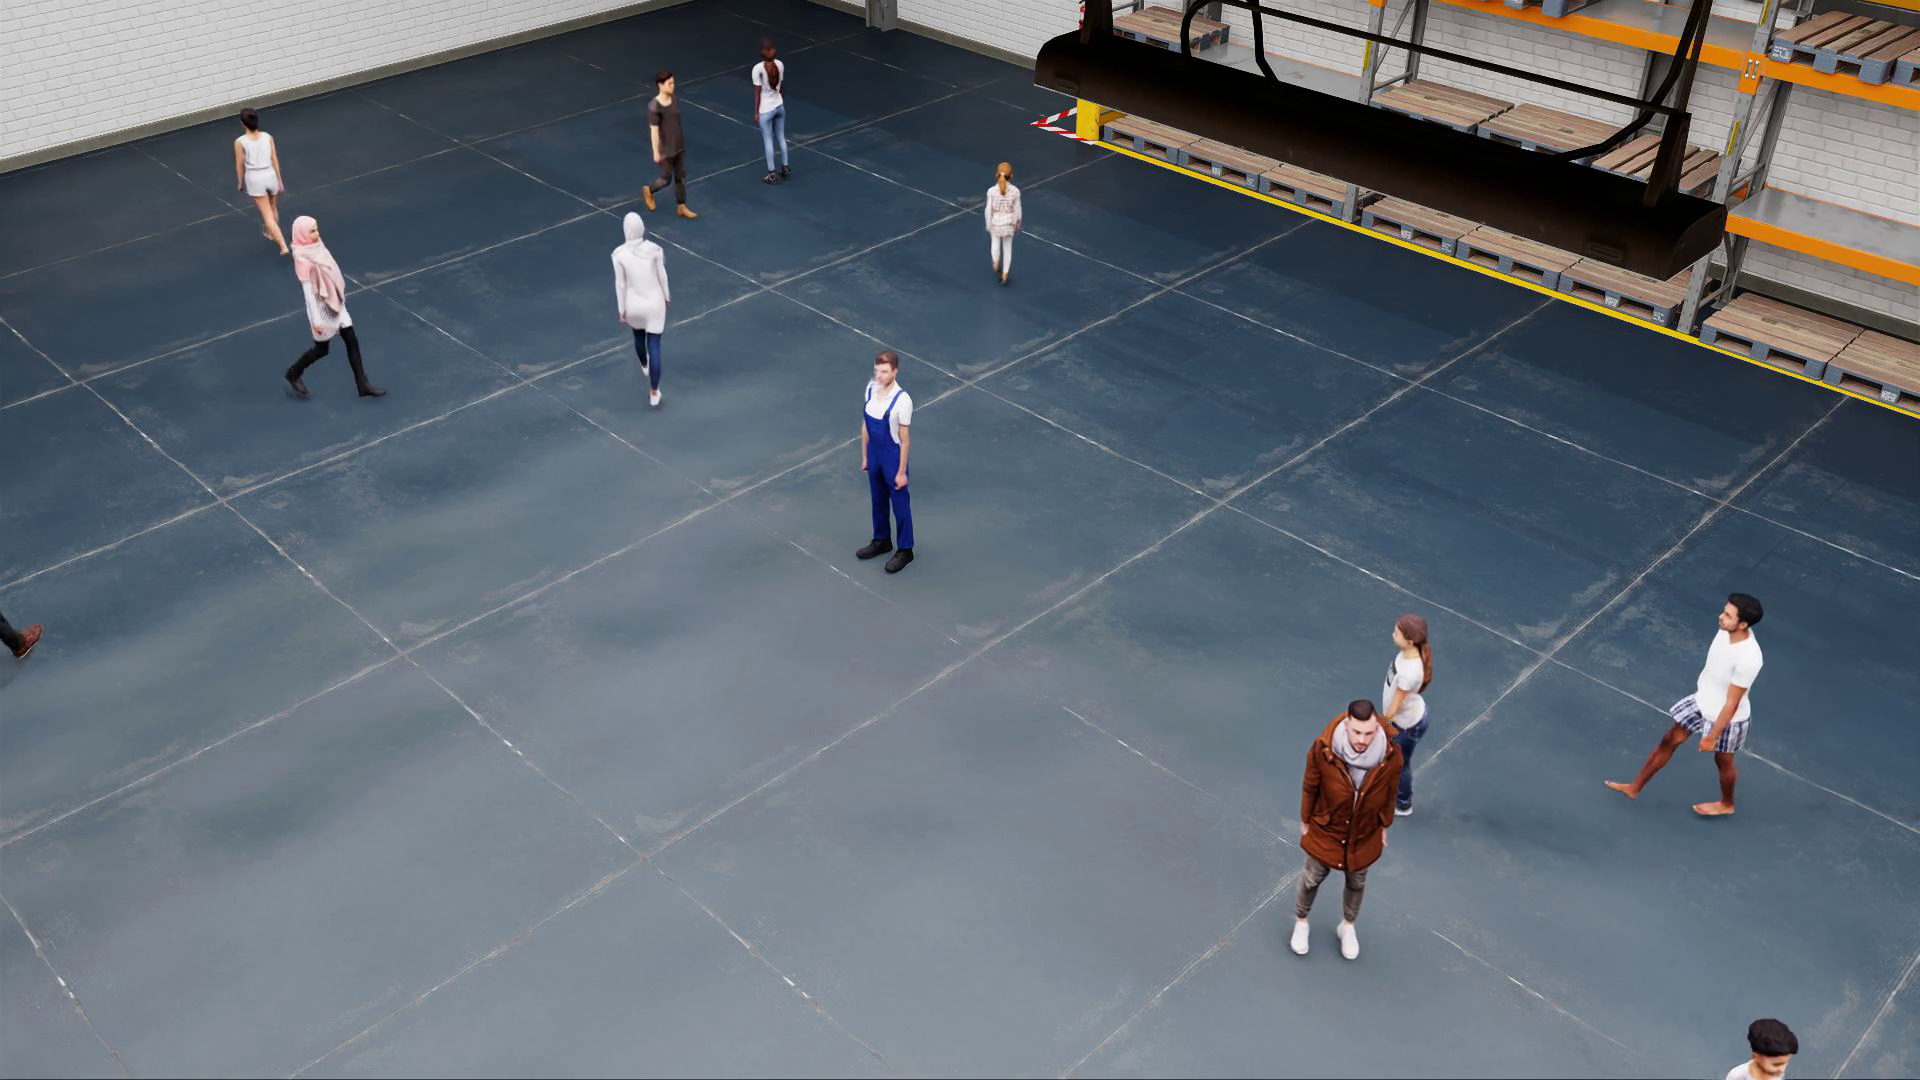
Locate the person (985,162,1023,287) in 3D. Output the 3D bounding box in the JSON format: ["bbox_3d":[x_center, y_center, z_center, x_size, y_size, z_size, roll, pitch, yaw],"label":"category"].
[{"bbox_3d":[0.451,-3.269,17.308,0.790,1.292,0.846,0,34,1],"label":"person"}]

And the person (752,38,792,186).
[{"bbox_3d":[-2.228,-5.068,19.629,0.581,1.719,0.519,-27,42,-35],"label":"person"}]

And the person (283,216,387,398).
[{"bbox_3d":[-5.842,-2.068,15.066,1.219,1.775,1.111,3,34,4],"label":"person"}]

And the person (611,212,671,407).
[{"bbox_3d":[-2.851,-2.055,15.086,1.050,1.730,1.176,-4,34,-5],"label":"person"}]

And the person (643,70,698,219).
[{"bbox_3d":[-3.336,-4.459,18.730,0.976,1.701,0.742,19,38,27],"label":"person"}]

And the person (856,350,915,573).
[{"bbox_3d":[-0.553,-0.631,12.839,0.498,1.847,0.681,27,42,35],"label":"person"}]

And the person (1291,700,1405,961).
[{"bbox_3d":[2.183,1.628,9.450,0.835,1.836,0.898,1,34,1],"label":"person"}]

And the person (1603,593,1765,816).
[{"bbox_3d":[4.826,1.080,10.405,1.158,1.691,1.093,0,34,0],"label":"person"}]

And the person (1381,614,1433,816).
[{"bbox_3d":[2.854,1.130,10.458,0.745,1.549,0.677,5,34,8],"label":"person"}]

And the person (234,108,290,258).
[{"bbox_3d":[-7.466,-3.804,17.864,0.594,1.568,1.063,-28,42,-35],"label":"person"}]

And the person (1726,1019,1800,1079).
[{"bbox_3d":[3.823,2.792,8.233,0.629,1.245,0.713,-11,35,-16],"label":"person"}]
